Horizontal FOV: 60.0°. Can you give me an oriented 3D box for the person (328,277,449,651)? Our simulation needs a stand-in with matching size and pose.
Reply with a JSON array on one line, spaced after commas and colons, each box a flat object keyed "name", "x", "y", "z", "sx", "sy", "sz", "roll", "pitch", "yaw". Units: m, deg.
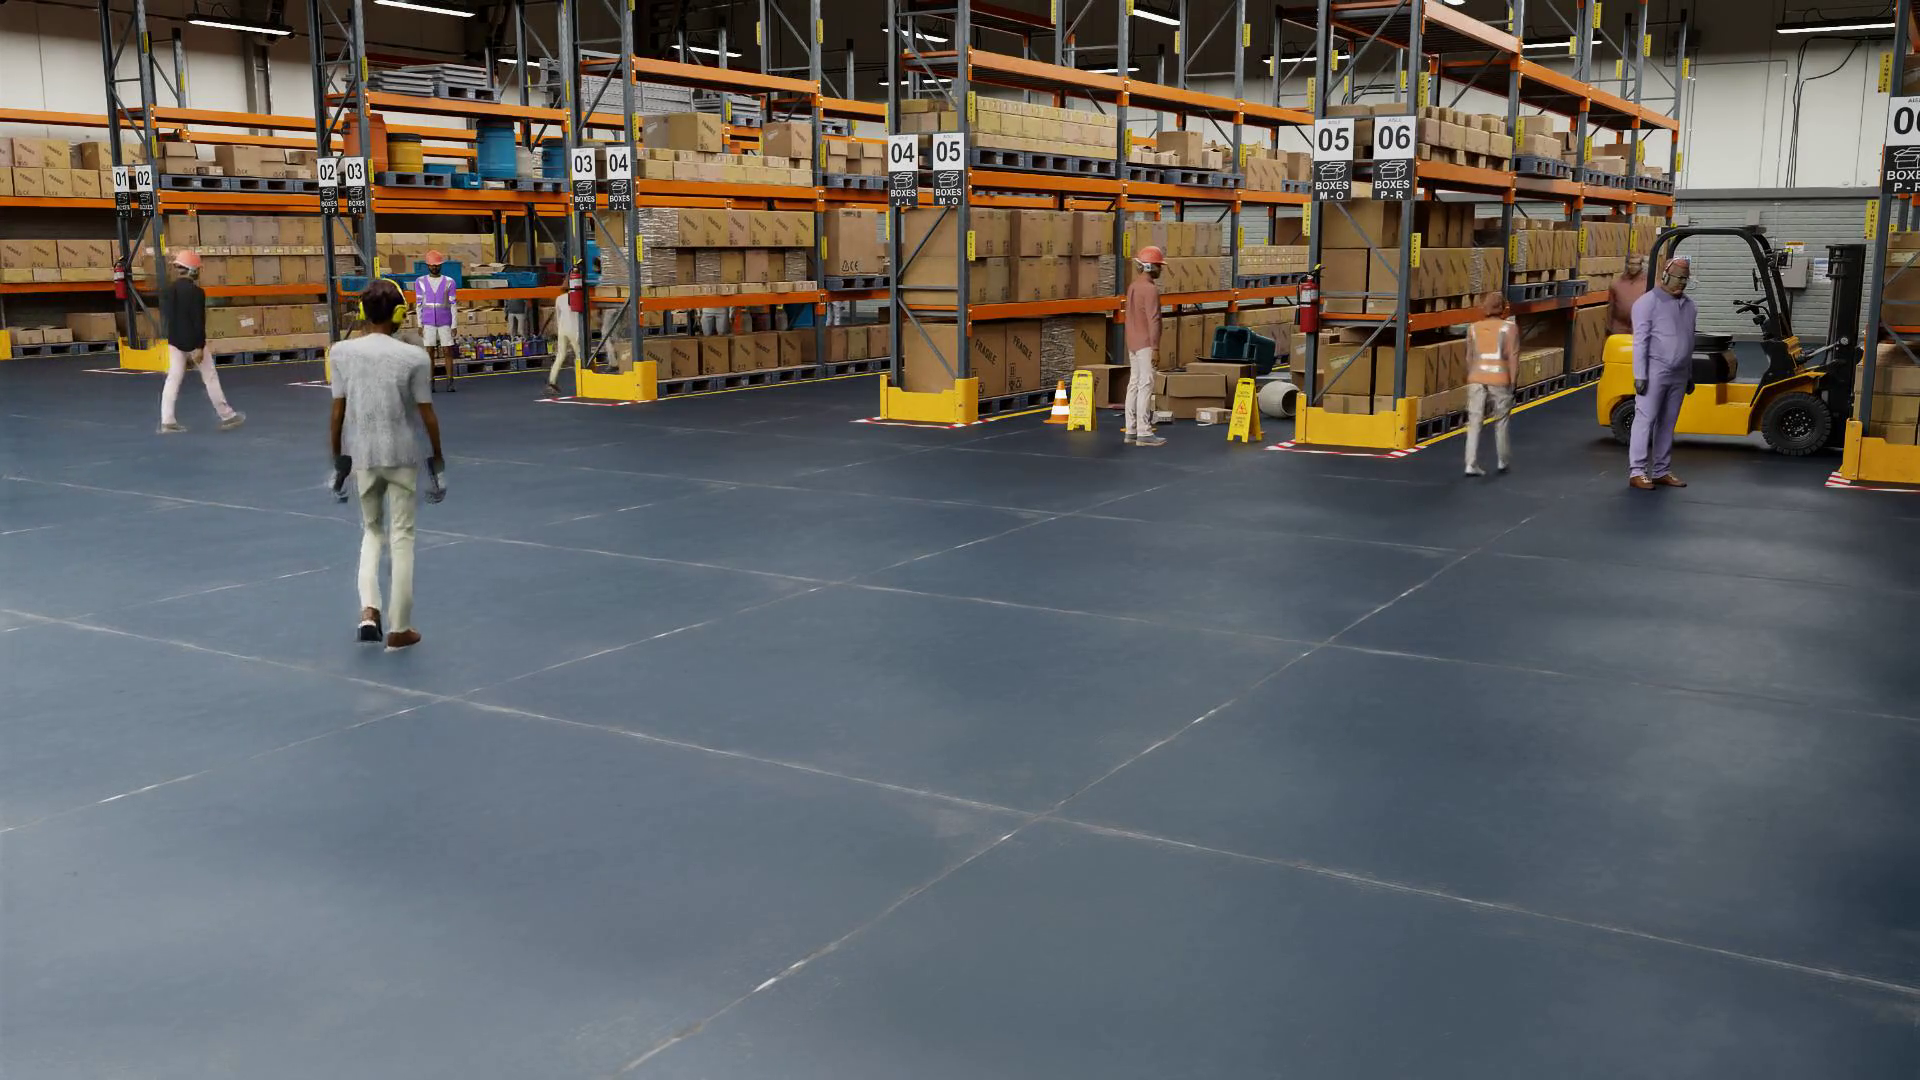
[{"name": "person", "x": -2.834, "y": -0.367, "z": 8.261, "sx": 0.571, "sy": 1.855, "sz": 0.386, "roll": 0, "pitch": 10, "yaw": 1}]

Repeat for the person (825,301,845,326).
[{"name": "person", "x": -2.401, "y": -4.553, "z": 31.671, "sx": 0.518, "sy": 1.870, "sz": 0.323, "roll": 8, "pitch": 13, "yaw": 38}]

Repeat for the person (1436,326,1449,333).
[{"name": "person", "x": 8.714, "y": -4.236, "z": 29.799, "sx": 0.549, "sy": 1.913, "sz": 0.786, "roll": 6, "pitch": 12, "yaw": 31}]

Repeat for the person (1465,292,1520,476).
[{"name": "person", "x": 4.655, "y": -1.362, "z": 14.557, "sx": 0.528, "sy": 1.585, "sz": 0.816, "roll": 8, "pitch": 13, "yaw": 39}]

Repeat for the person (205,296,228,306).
[{"name": "person", "x": -12.982, "y": -3.924, "z": 28.913, "sx": 0.499, "sy": 1.595, "sz": 0.838, "roll": 6, "pitch": 12, "yaw": 29}]

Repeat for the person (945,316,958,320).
[{"name": "person", "x": 0.047, "y": -3.559, "z": 26.500, "sx": 0.531, "sy": 1.733, "sz": 0.671, "roll": 8, "pitch": 13, "yaw": 37}]

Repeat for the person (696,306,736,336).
[{"name": "person", "x": -3.707, "y": -3.439, "z": 25.283, "sx": 0.622, "sy": 1.932, "sz": 0.369, "roll": 1, "pitch": 10, "yaw": 5}]

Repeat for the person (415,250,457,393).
[{"name": "person", "x": -7.092, "y": -2.953, "z": 22.563, "sx": 0.540, "sy": 1.929, "sz": 0.391, "roll": -2, "pitch": 10, "yaw": -12}]

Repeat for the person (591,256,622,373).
[{"name": "person", "x": -5.513, "y": -3.549, "z": 26.175, "sx": 0.415, "sy": 1.829, "sz": 0.700, "roll": 2, "pitch": 10, "yaw": 8}]

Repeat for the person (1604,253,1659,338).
[{"name": "person", "x": 8.968, "y": -2.881, "z": 22.243, "sx": 0.650, "sy": 1.890, "sz": 0.515, "roll": 6, "pitch": 12, "yaw": 31}]

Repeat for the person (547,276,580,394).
[{"name": "person", "x": -5.305, "y": -2.775, "z": 22.473, "sx": 0.510, "sy": 1.599, "sz": 0.814, "roll": 5, "pitch": 11, "yaw": 27}]

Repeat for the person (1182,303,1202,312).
[{"name": "person", "x": 3.910, "y": -3.885, "z": 28.611, "sx": 0.513, "sy": 1.630, "sz": 0.318, "roll": 3, "pitch": 11, "yaw": 16}]

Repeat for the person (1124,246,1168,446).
[{"name": "person", "x": 1.873, "y": -1.946, "z": 16.729, "sx": 0.391, "sy": 1.989, "sz": 0.623, "roll": -3, "pitch": 11, "yaw": -17}]

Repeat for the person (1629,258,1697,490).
[{"name": "person", "x": 5.834, "y": -1.368, "z": 13.746, "sx": 0.638, "sy": 1.903, "sz": 0.406, "roll": -5, "pitch": 11, "yaw": -25}]

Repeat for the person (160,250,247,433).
[{"name": "person", "x": -8.260, "y": -2.132, "z": 17.910, "sx": 0.625, "sy": 1.941, "sz": 1.015, "roll": 5, "pitch": 11, "yaw": 24}]

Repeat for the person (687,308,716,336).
[{"name": "person", "x": -4.266, "y": -3.961, "z": 28.006, "sx": 0.618, "sy": 2.003, "sz": 1.044, "roll": 7, "pitch": 12, "yaw": 34}]

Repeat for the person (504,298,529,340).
[{"name": "person", "x": -7.564, "y": -3.850, "z": 28.392, "sx": 0.500, "sy": 1.633, "sz": 0.286, "roll": 4, "pitch": 11, "yaw": 22}]
